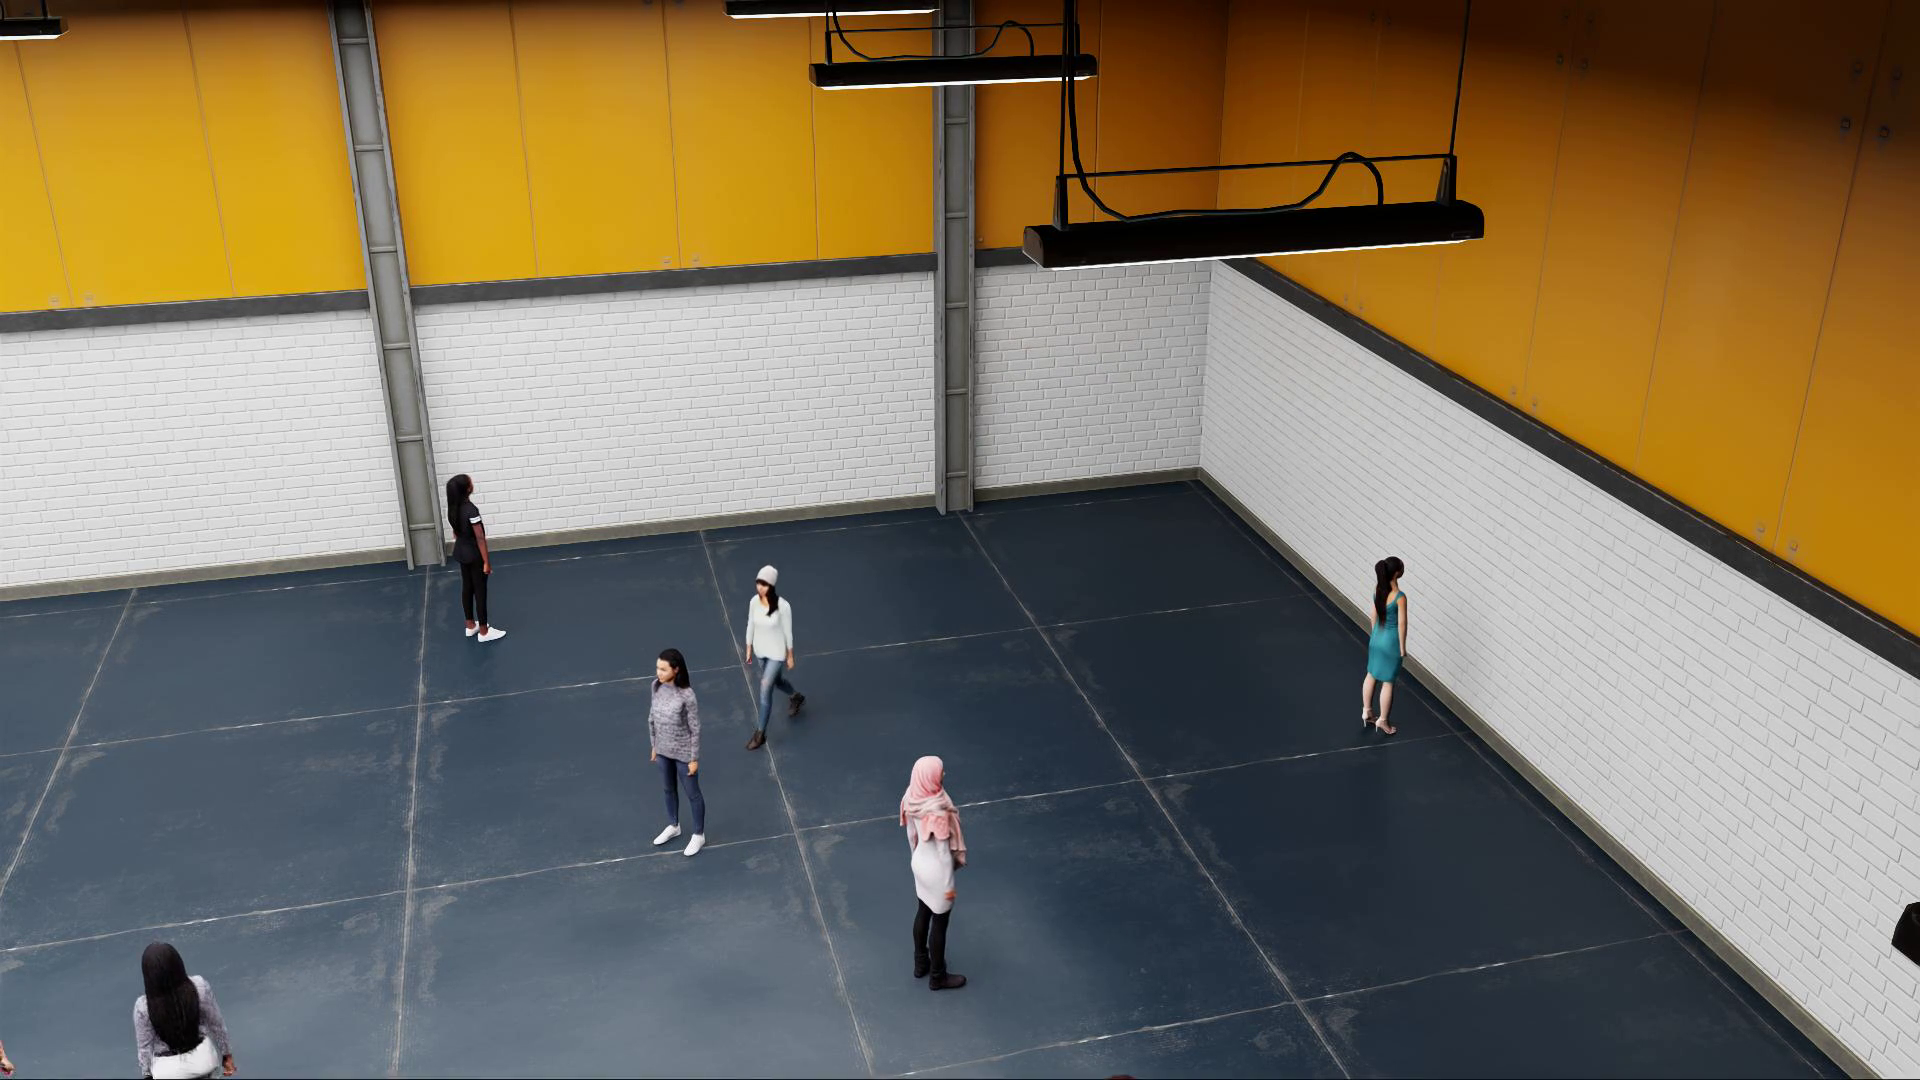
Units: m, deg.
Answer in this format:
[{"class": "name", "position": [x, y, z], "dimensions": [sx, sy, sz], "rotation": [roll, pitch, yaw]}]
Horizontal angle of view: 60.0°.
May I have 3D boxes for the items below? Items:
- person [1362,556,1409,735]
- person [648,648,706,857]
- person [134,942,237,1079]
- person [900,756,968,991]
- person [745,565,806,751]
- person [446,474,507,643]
[{"class": "person", "position": [3.757, 0.916, 14.664], "dimensions": [0.572, 1.686, 0.602], "rotation": [-13, 27, -28]}, {"class": "person", "position": [-2.206, 1.625, 12.982], "dimensions": [0.677, 1.733, 0.736], "rotation": [13, 27, 27]}, {"class": "person", "position": [-4.446, 3.110, 9.616], "dimensions": [0.751, 1.709, 0.821], "rotation": [-19, 30, -36]}, {"class": "person", "position": [-0.189, 2.274, 11.410], "dimensions": [0.694, 1.804, 0.700], "rotation": [-14, 27, -29]}, {"class": "person", "position": [-1.623, 0.974, 14.625], "dimensions": [1.064, 1.611, 1.126], "rotation": [13, 27, 28]}, {"class": "person", "position": [-4.795, 0.158, 16.345], "dimensions": [0.714, 1.728, 0.741], "rotation": [19, 30, 37]}]
